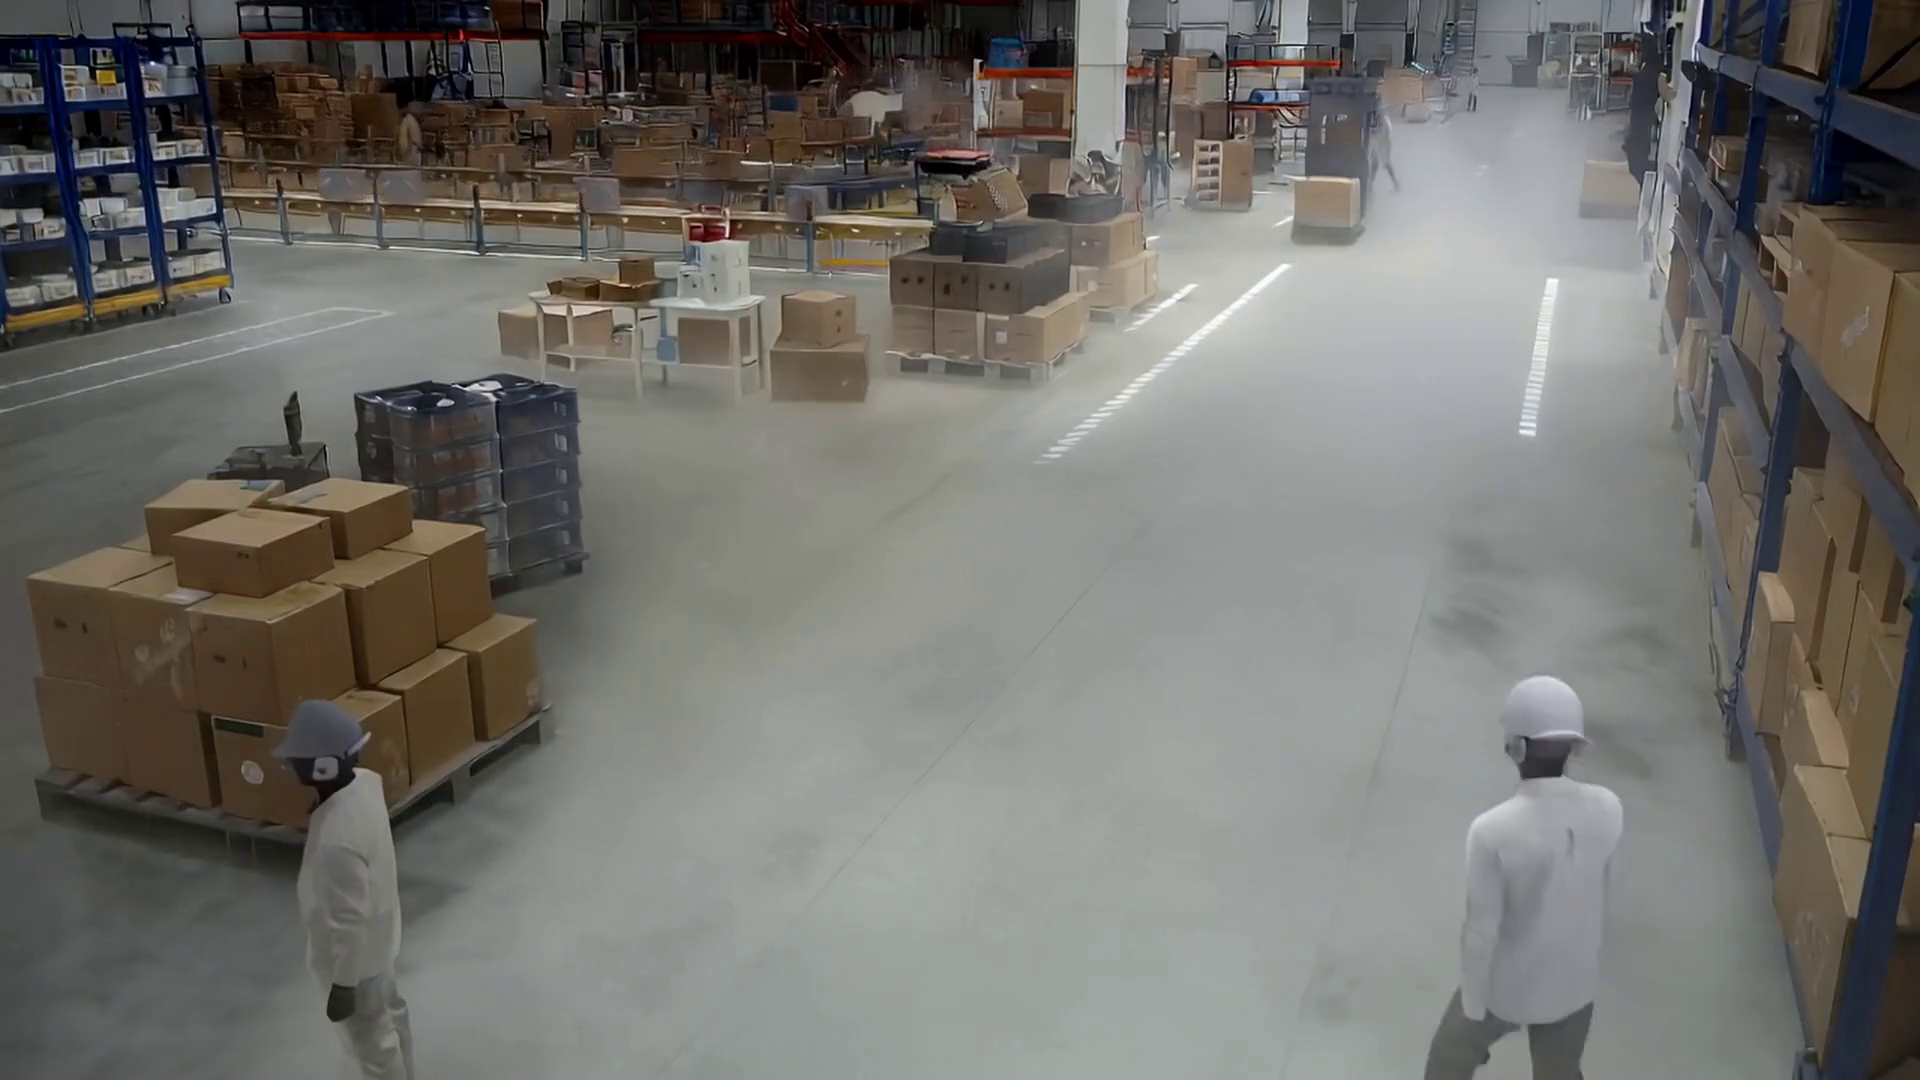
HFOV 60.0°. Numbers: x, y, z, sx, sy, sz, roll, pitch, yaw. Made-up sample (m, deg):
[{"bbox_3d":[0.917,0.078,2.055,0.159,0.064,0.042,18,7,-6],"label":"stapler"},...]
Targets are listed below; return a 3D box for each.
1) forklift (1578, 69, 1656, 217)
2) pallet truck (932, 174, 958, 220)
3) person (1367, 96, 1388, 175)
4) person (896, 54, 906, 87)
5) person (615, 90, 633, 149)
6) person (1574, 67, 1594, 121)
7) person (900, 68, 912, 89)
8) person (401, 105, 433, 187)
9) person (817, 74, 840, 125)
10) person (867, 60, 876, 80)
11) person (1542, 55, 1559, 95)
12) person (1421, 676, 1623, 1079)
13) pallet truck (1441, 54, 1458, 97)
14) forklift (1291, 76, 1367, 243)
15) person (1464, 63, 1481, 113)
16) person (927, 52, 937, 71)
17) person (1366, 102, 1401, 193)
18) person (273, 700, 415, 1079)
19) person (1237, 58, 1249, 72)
[{"bbox_3d":[13.219,-7.740,32.475,1.873,2.768,1.129,6,19,18],"label":"forklift"},{"bbox_3d":[-0.507,-5.292,27.348,0.653,1.274,1.630,6,19,19],"label":"pallet truck"},{"bbox_3d":[10.261,-9.964,41.047,0.540,1.911,0.506,8,19,23],"label":"person"},{"bbox_3d":[-2.937,-23.194,82.713,0.516,1.843,0.327,-4,18,-12],"label":"person"},{"bbox_3d":[-8.831,-10.878,43.876,0.543,1.933,0.364,8,19,23],"label":"person"},{"bbox_3d":[22.941,-16.398,61.184,0.601,1.958,0.373,10,20,29],"label":"person"},{"bbox_3d":[-1.945,-15.819,59.344,0.610,1.958,0.651,-7,19,-22],"label":"person"},{"bbox_3d":[-12.670,-9.064,38.332,0.952,1.858,0.711,0,18,0],"label":"person"},{"bbox_3d":[-4.547,-15.502,58.657,0.947,1.778,0.614,5,18,14],"label":"person"},{"bbox_3d":[-3.900,-20.179,73.218,0.864,1.861,0.574,-10,20,-28],"label":"person"},{"bbox_3d":[28.511,-22.429,80.205,0.567,1.905,0.603,2,18,7],"label":"person"},{"bbox_3d":[1.756,1.360,5.389,0.610,1.942,0.977,-6,19,-19],"label":"person"},{"bbox_3d":[22.765,-21.886,78.355,0.823,1.965,1.885,-4,18,-14],"label":"pallet truck"},{"bbox_3d":[6.598,-6.755,29.381,1.129,2.768,1.873,6,19,19],"label":"forklift"},{"bbox_3d":[20.421,-17.988,66.212,0.375,1.934,0.547,-12,21,-33],"label":"person"},{"bbox_3d":[-1.435,-24.285,86.113,0.661,1.863,0.390,-14,23,-38],"label":"person"},{"bbox_3d":[9.465,-8.778,37.189,1.038,1.995,0.626,7,19,21],"label":"person"},{"bbox_3d":[-2.087,1.364,5.696,0.327,1.753,0.560,-4,18,-11],"label":"person"},{"bbox_3d":[12.626,-20.799,74.870,0.684,2.000,0.538,12,21,34],"label":"person"}]
